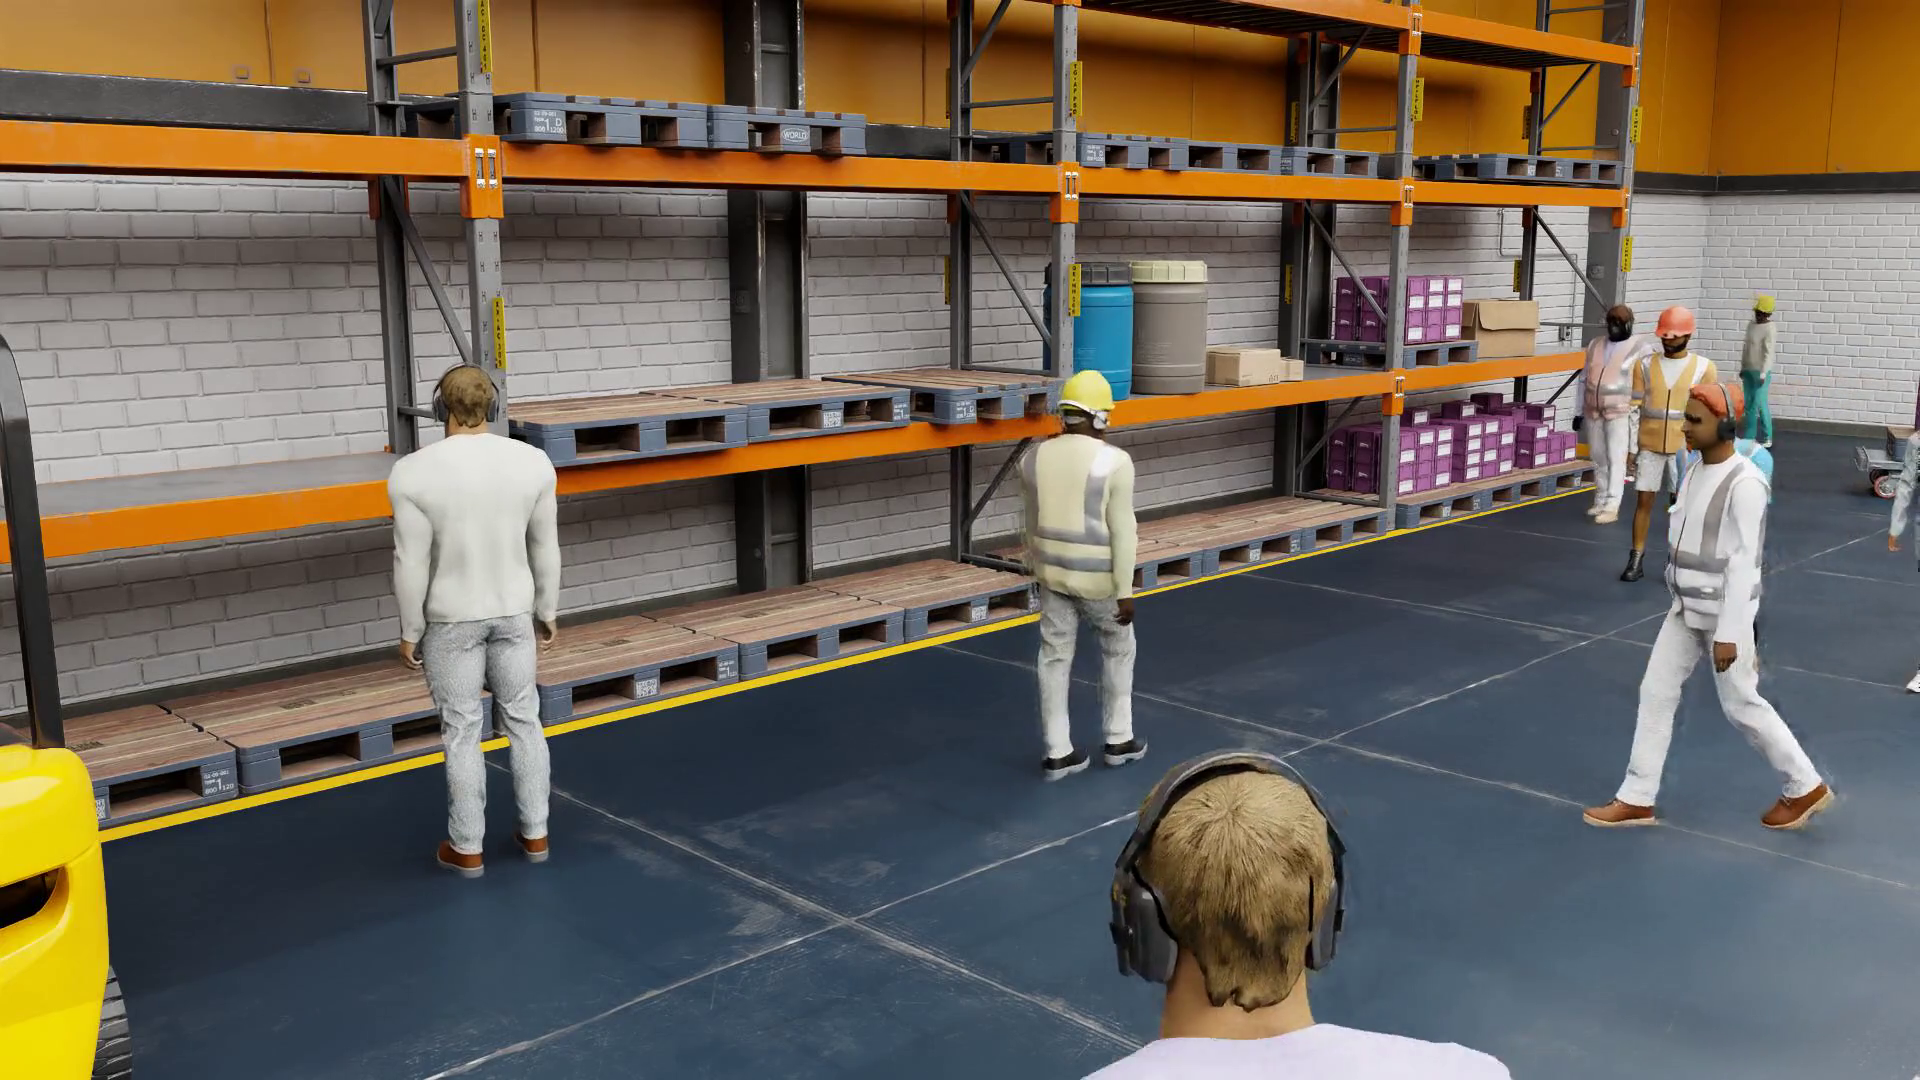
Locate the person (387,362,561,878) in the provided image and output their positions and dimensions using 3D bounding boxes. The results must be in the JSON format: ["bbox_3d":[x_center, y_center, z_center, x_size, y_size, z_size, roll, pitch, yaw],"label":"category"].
[{"bbox_3d":[-1.809,0.302,6.276,0.635,1.937,0.352,-7,13,-34],"label":"person"}]

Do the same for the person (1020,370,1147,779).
[{"bbox_3d":[0.602,0.143,7.481,0.627,1.808,0.700,8,13,36],"label":"person"}]

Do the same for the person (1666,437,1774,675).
[{"bbox_3d":[3.941,0.013,8.629,0.860,1.657,0.534,-9,14,-40],"label":"person"}]

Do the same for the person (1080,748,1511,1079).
[{"bbox_3d":[0.282,1.135,1.849,0.646,1.894,0.954,-1,10,-6],"label":"person"}]

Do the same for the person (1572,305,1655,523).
[{"bbox_3d":[5.519,-1.075,14.108,0.470,1.845,0.624,-7,13,-34],"label":"person"}]

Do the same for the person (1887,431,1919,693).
[{"bbox_3d":[5.320,-0.067,8.956,0.914,1.695,0.507,-9,14,-40],"label":"person"}]

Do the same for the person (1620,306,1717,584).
[{"bbox_3d":[4.879,-0.644,11.465,0.546,1.927,0.385,6,12,30],"label":"person"}]

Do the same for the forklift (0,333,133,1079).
[{"bbox_3d":[-3.289,0.485,4.582,1.214,2.155,2.313,-10,14,-44],"label":"forklift"}]

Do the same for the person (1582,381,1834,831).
[{"bbox_3d":[3.076,0.282,6.653,0.955,1.847,0.581,0,10,-2],"label":"person"}]

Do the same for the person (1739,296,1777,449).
[{"bbox_3d":[9.057,-1.894,18.845,0.340,1.731,0.629,0,10,-1],"label":"person"}]
